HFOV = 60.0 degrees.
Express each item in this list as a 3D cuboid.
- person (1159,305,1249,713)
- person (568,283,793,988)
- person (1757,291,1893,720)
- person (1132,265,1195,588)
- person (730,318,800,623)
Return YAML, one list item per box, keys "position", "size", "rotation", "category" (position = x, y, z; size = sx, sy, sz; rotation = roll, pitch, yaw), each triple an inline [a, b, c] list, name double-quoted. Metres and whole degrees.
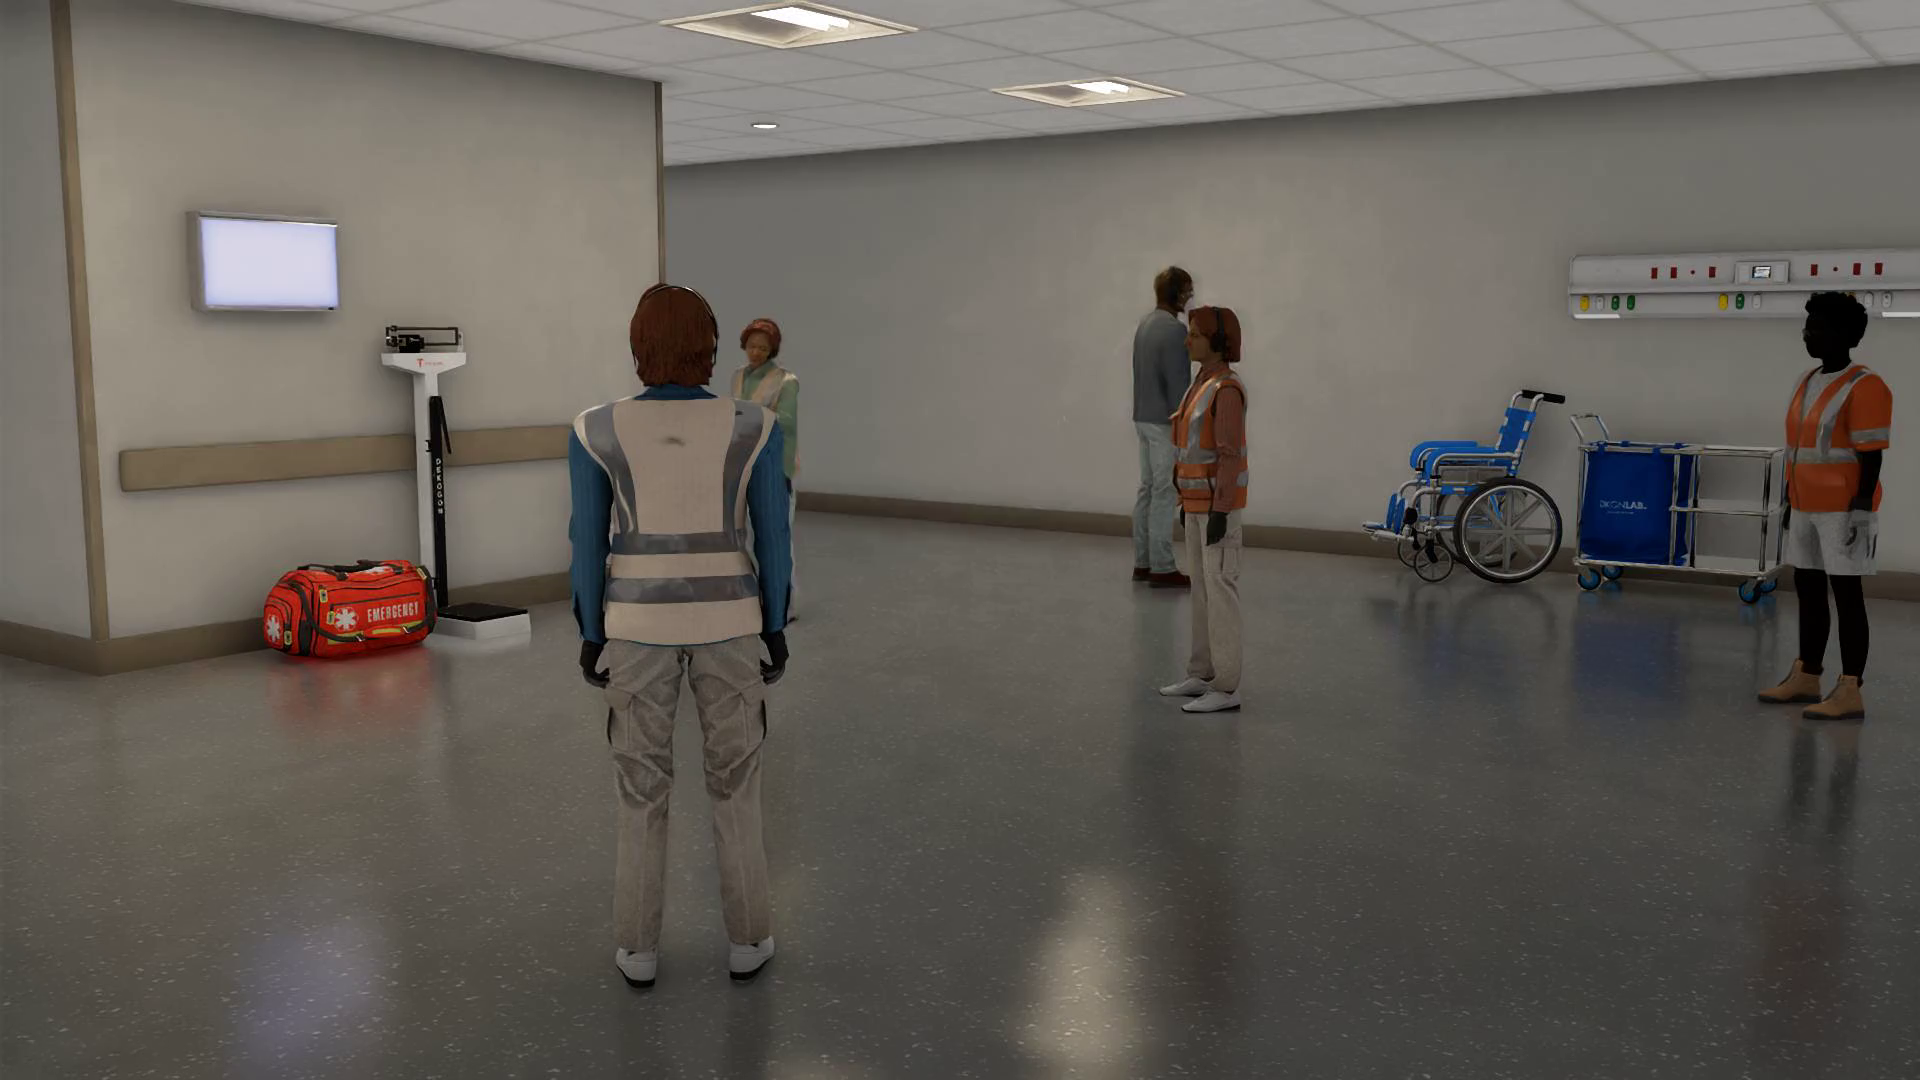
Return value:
- position: [1.015, -0.127, 6.761]
  size: [0.307, 1.644, 0.514]
  rotation: [-1, 7, -8]
  category: "person"
- position: [-0.647, 0.229, 3.893]
  size: [0.514, 1.644, 0.308]
  rotation: [-1, 7, -9]
  category: "person"
- position: [3.463, -0.138, 6.633]
  size: [0.318, 1.695, 0.540]
  rotation: [-1, 7, -5]
  category: "person"
- position: [1.226, -0.677, 10.013]
  size: [0.358, 1.937, 0.635]
  rotation: [-2, 7, -12]
  category: "person"
- position: [-0.999, -0.344, 8.626]
  size: [0.540, 1.606, 0.408]
  rotation: [6, 10, 42]
  category: "person"
